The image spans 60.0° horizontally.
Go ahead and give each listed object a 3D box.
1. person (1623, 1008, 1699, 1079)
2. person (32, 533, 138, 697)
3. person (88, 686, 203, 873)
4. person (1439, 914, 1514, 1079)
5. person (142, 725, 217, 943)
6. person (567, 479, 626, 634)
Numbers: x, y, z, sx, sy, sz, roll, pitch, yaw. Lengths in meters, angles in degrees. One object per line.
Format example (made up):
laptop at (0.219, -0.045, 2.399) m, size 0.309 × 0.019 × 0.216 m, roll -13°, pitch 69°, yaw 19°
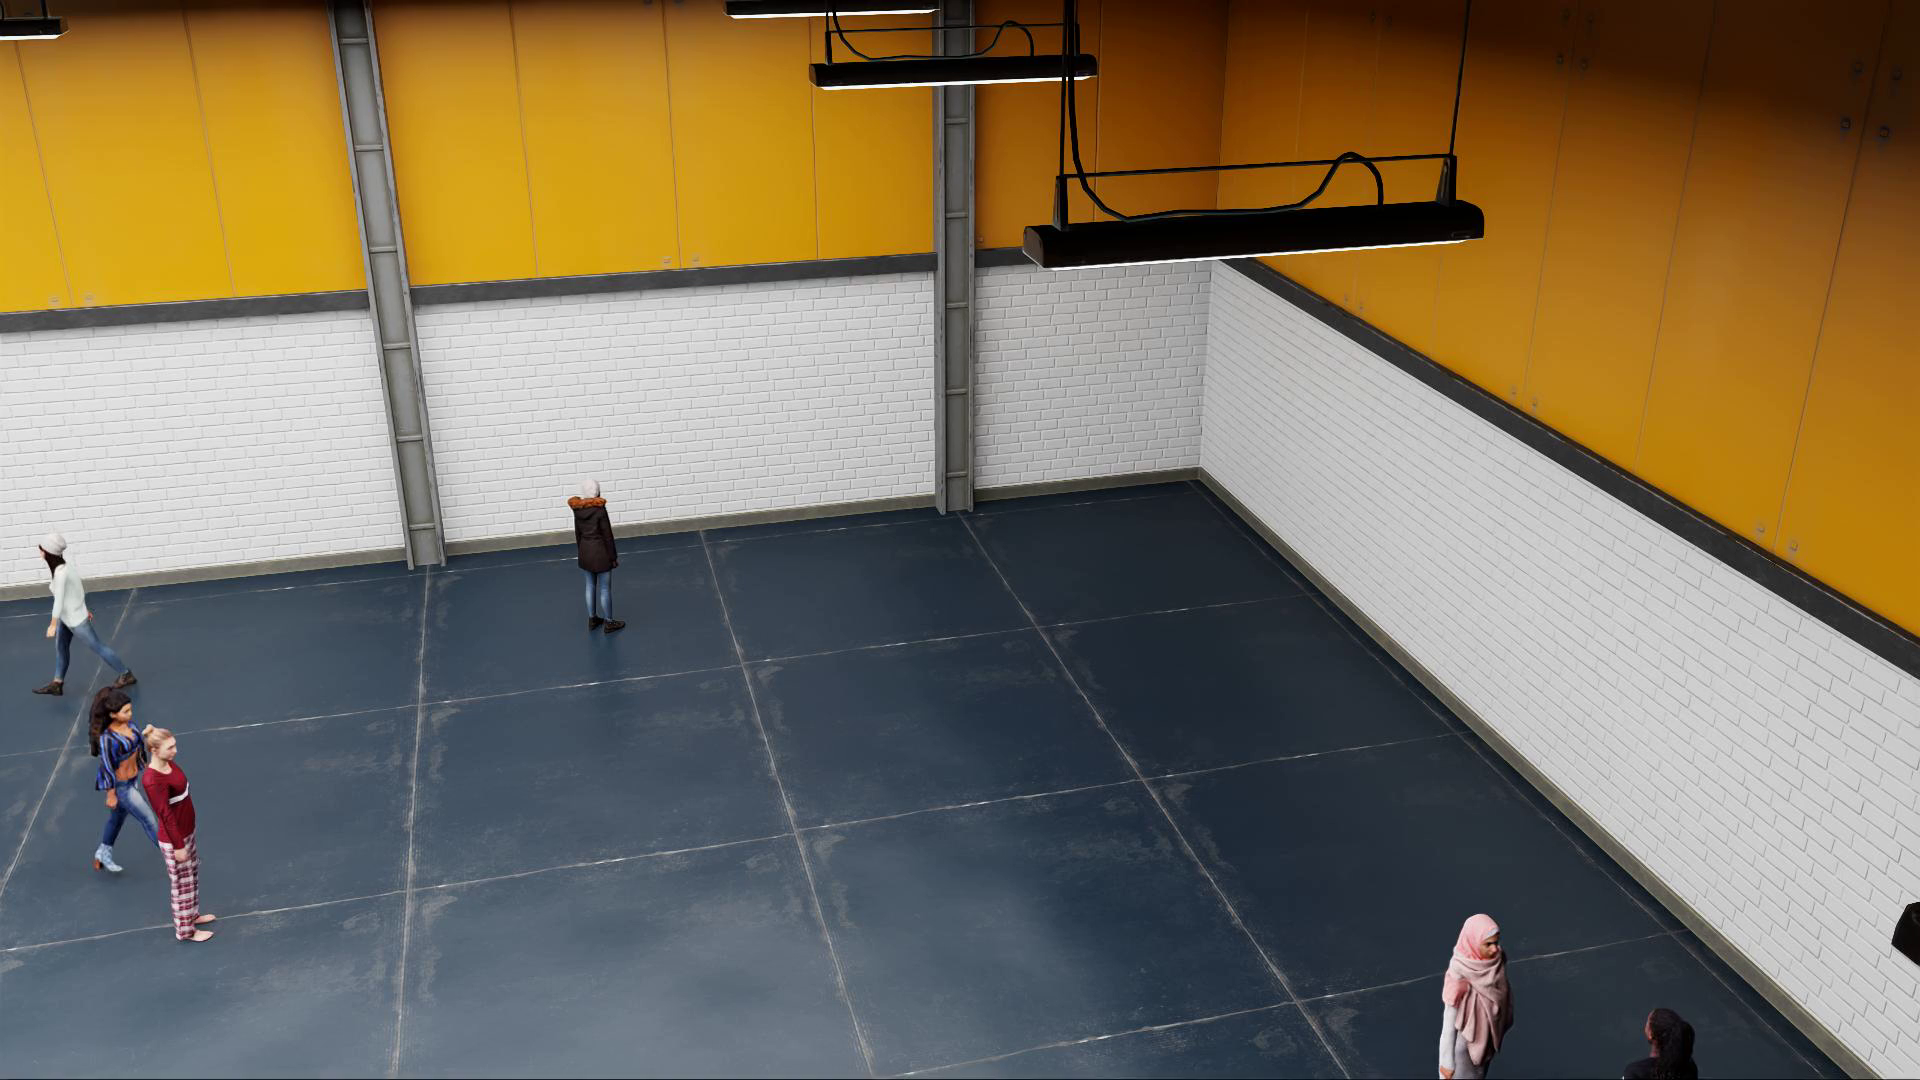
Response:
person at (3.765, 3.360, 9.030) m, size 0.638 × 1.720 × 0.722 m, roll -5°, pitch 24°, yaw -12°
person at (-8.025, 0.707, 15.247) m, size 1.138 × 1.602 × 0.721 m, roll -11°, pitch 26°, yaw -24°
person at (-6.414, 1.869, 12.624) m, size 1.131 × 1.573 × 0.799 m, roll 0°, pitch 24°, yaw 0°
person at (2.982, 2.981, 9.793) m, size 0.652 × 1.803 × 0.771 m, roll -16°, pitch 28°, yaw -32°
person at (-5.637, 2.091, 11.951) m, size 0.485 × 1.707 × 0.610 m, roll -6°, pitch 24°, yaw -14°
person at (-3.612, 0.143, 16.505) m, size 0.740 × 1.628 × 0.806 m, roll 11°, pitch 26°, yaw 24°
